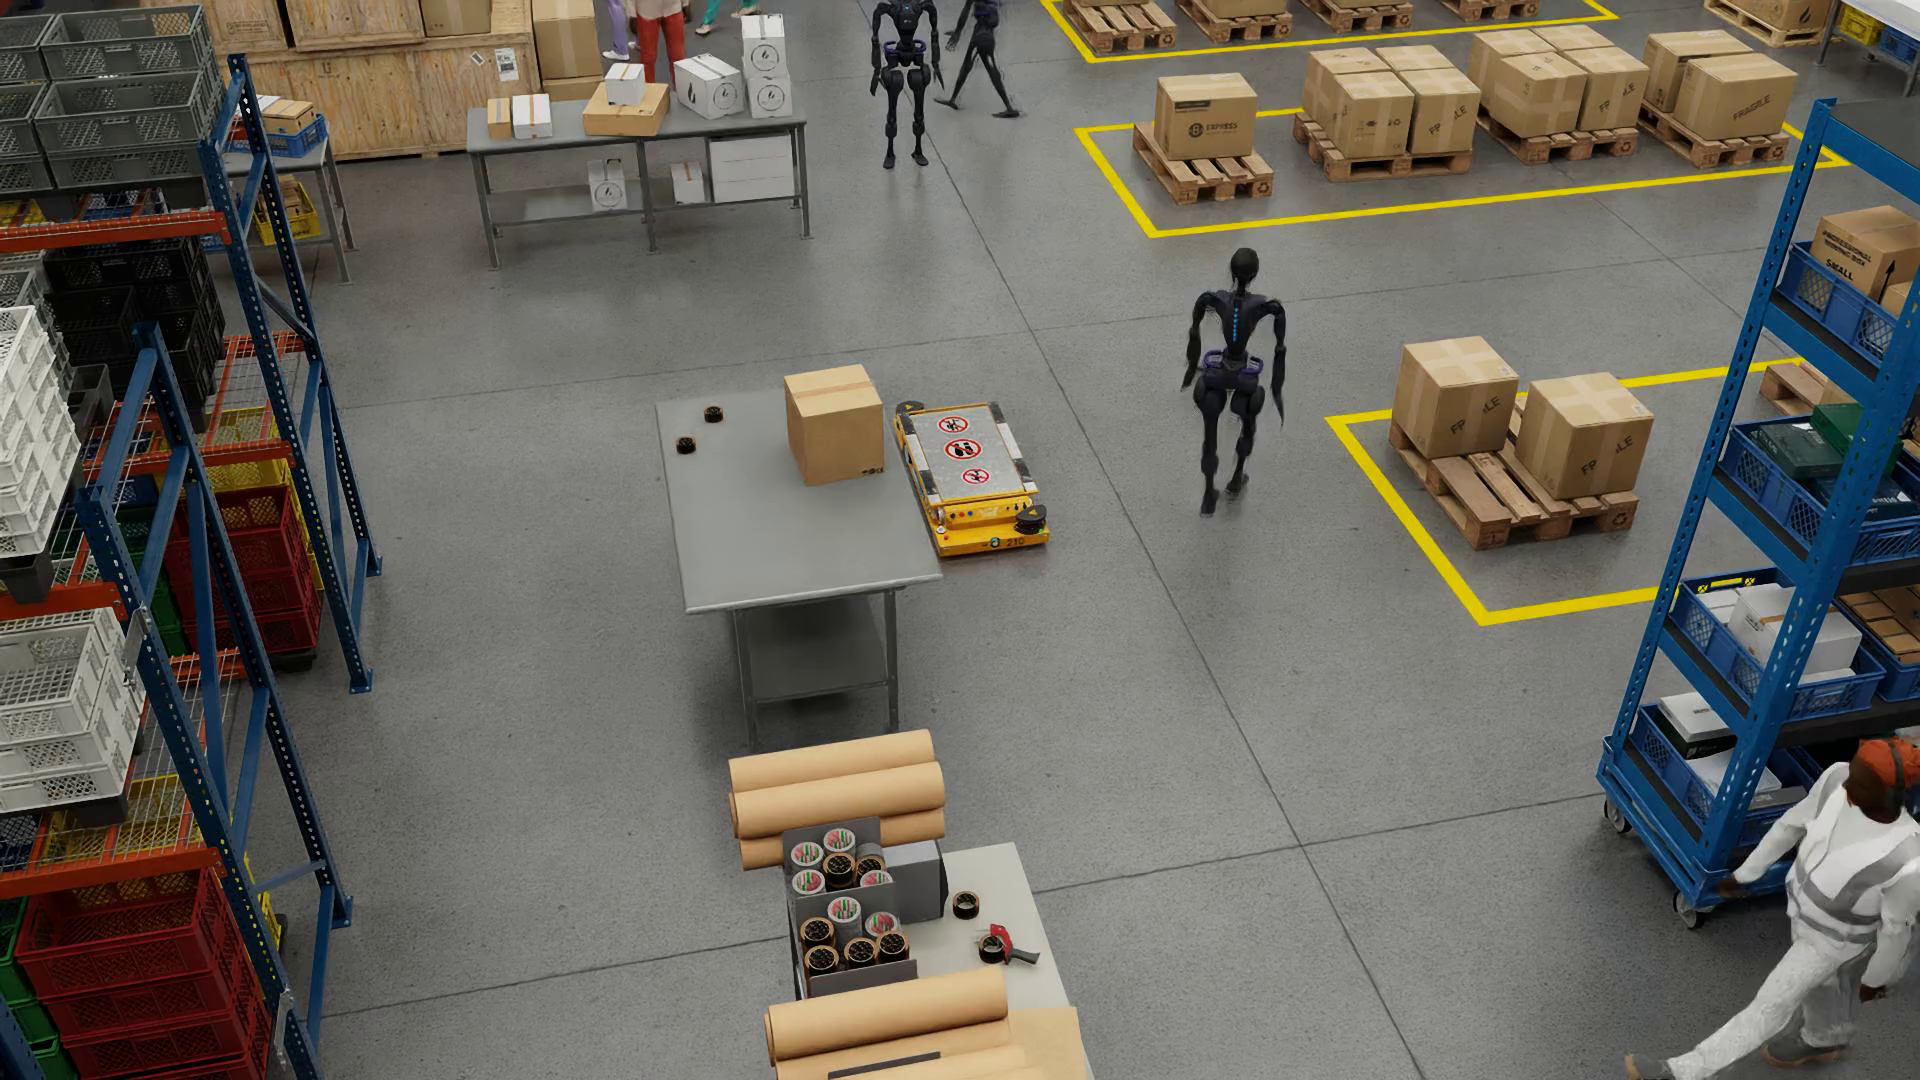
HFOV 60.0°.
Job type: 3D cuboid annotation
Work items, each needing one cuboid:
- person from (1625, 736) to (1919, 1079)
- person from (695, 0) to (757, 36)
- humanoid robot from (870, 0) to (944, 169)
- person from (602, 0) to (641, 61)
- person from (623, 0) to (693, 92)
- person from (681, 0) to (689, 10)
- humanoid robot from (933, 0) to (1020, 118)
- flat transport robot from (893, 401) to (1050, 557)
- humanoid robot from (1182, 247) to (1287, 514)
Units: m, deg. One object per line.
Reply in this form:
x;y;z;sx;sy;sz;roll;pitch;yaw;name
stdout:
3.145;1.444;6.298;1.039;1.830;0.579;-2;37;-3;person
-2.336;-5.838;16.193;0.888;1.697;0.626;-28;45;-32;person
-0.435;-3.841;13.525;0.611;1.657;0.320;-7;37;-10;humanoid robot
-3.231;-5.461;15.517;0.405;1.918;0.582;25;44;30;person
-2.574;-4.554;14.238;0.616;1.995;0.399;-23;42;-28;person
-3.003;-6.319;16.564;0.712;2.000;0.789;-15;39;-19;person
0.163;-4.449;14.395;0.785;1.625;0.571;0;37;-1;humanoid robot
0.046;-0.430;10.108;0.652;0.197;1.431;-8;37;-10;flat transport robot
1.594;-0.939;9.641;0.629;1.646;0.544;10;38;14;humanoid robot
